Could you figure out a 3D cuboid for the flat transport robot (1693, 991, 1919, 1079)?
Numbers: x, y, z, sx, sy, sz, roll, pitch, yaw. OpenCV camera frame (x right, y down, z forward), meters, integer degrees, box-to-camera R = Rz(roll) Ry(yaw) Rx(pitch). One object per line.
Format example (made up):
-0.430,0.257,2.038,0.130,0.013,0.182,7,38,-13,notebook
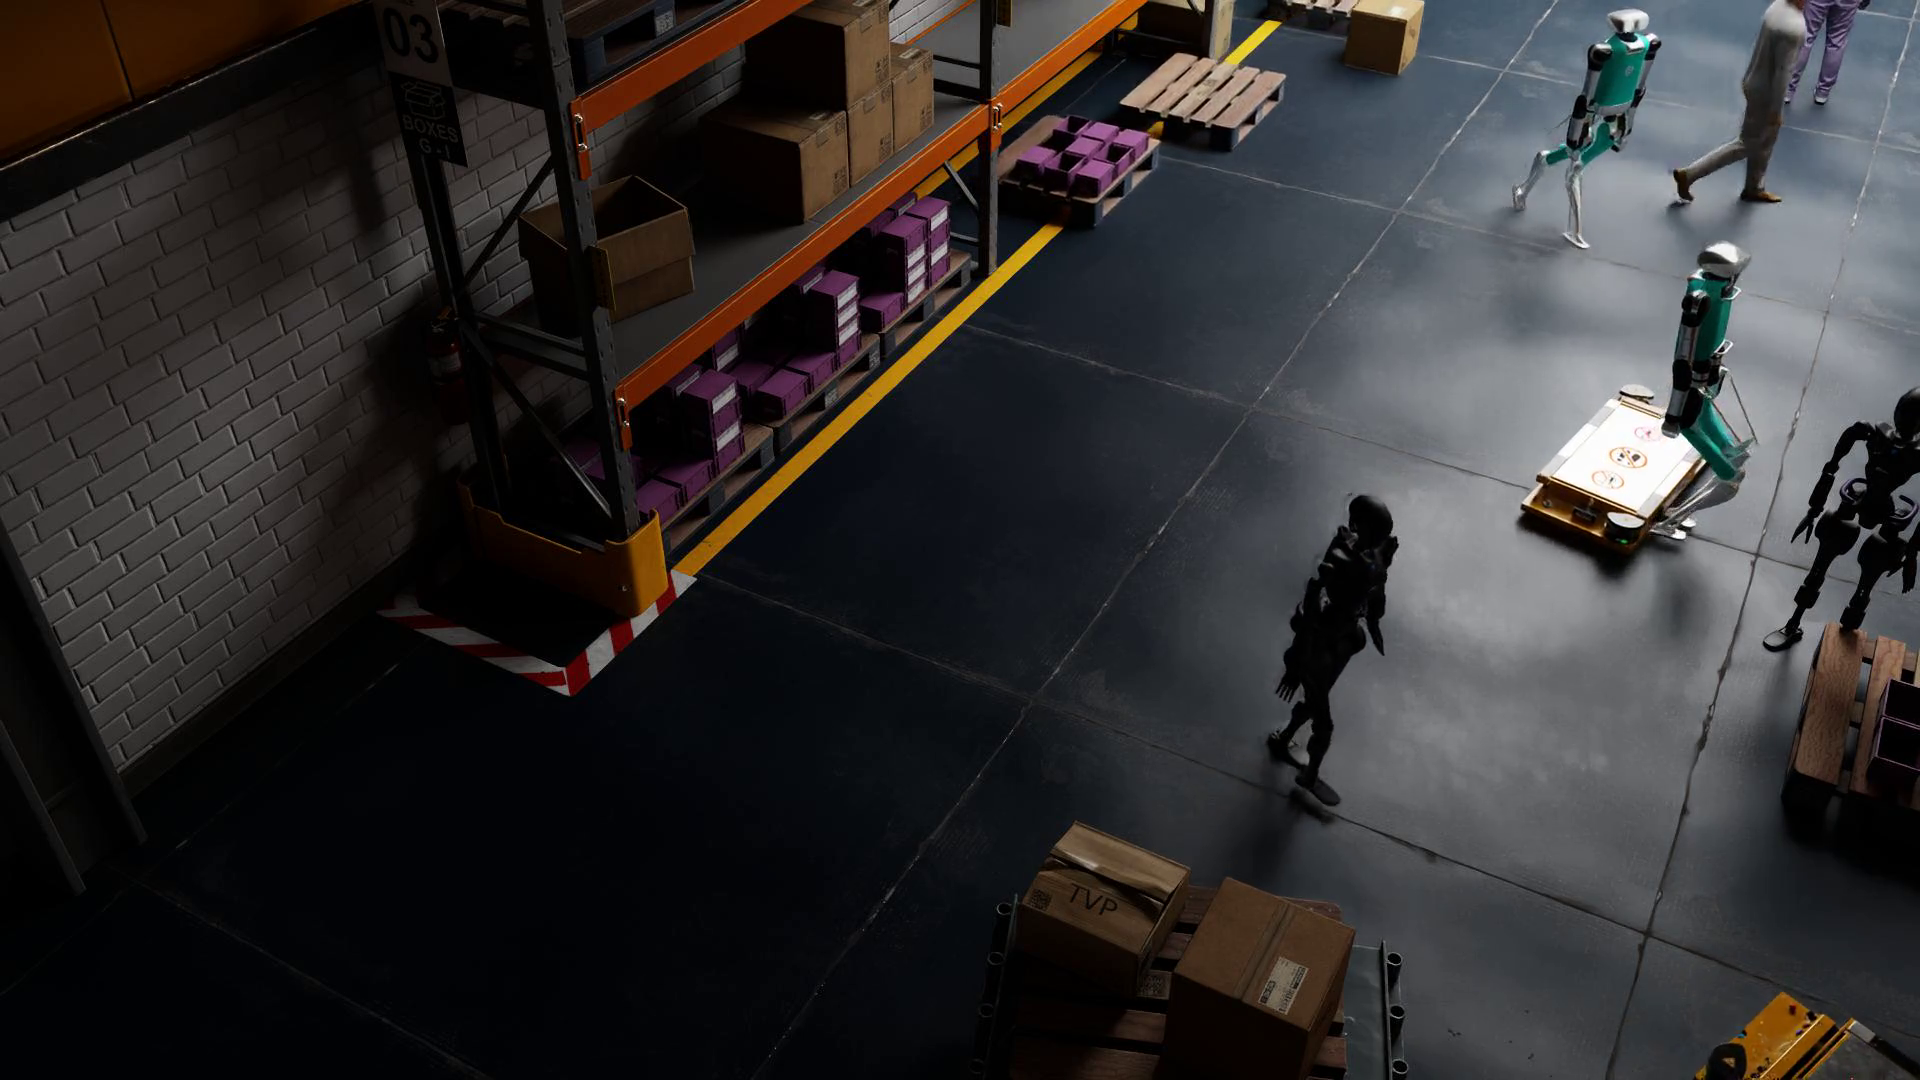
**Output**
3.600,2.341,6.294,0.659,0.231,1.431,-26,46,-29,flat transport robot

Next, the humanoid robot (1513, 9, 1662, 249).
4.353,-2.998,11.814,0.553,1.785,0.942,-13,40,-16,humanoid robot

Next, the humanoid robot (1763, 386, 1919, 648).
4.435,-0.046,8.139,0.315,1.657,0.599,-31,48,-33,humanoid robot

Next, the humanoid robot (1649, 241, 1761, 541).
4.073,-0.715,8.895,0.719,1.739,0.536,27,46,29,humanoid robot

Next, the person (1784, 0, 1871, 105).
7.102,-4.491,13.524,0.650,1.906,0.405,5,39,6,person

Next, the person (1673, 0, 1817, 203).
5.785,-3.288,12.057,0.805,1.870,0.581,6,39,7,person

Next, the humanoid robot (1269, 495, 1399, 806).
1.711,0.475,7.513,0.611,1.640,0.633,-25,45,-28,humanoid robot

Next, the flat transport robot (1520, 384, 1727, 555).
3.922,-0.435,9.764,0.659,0.231,1.431,28,46,30,flat transport robot
